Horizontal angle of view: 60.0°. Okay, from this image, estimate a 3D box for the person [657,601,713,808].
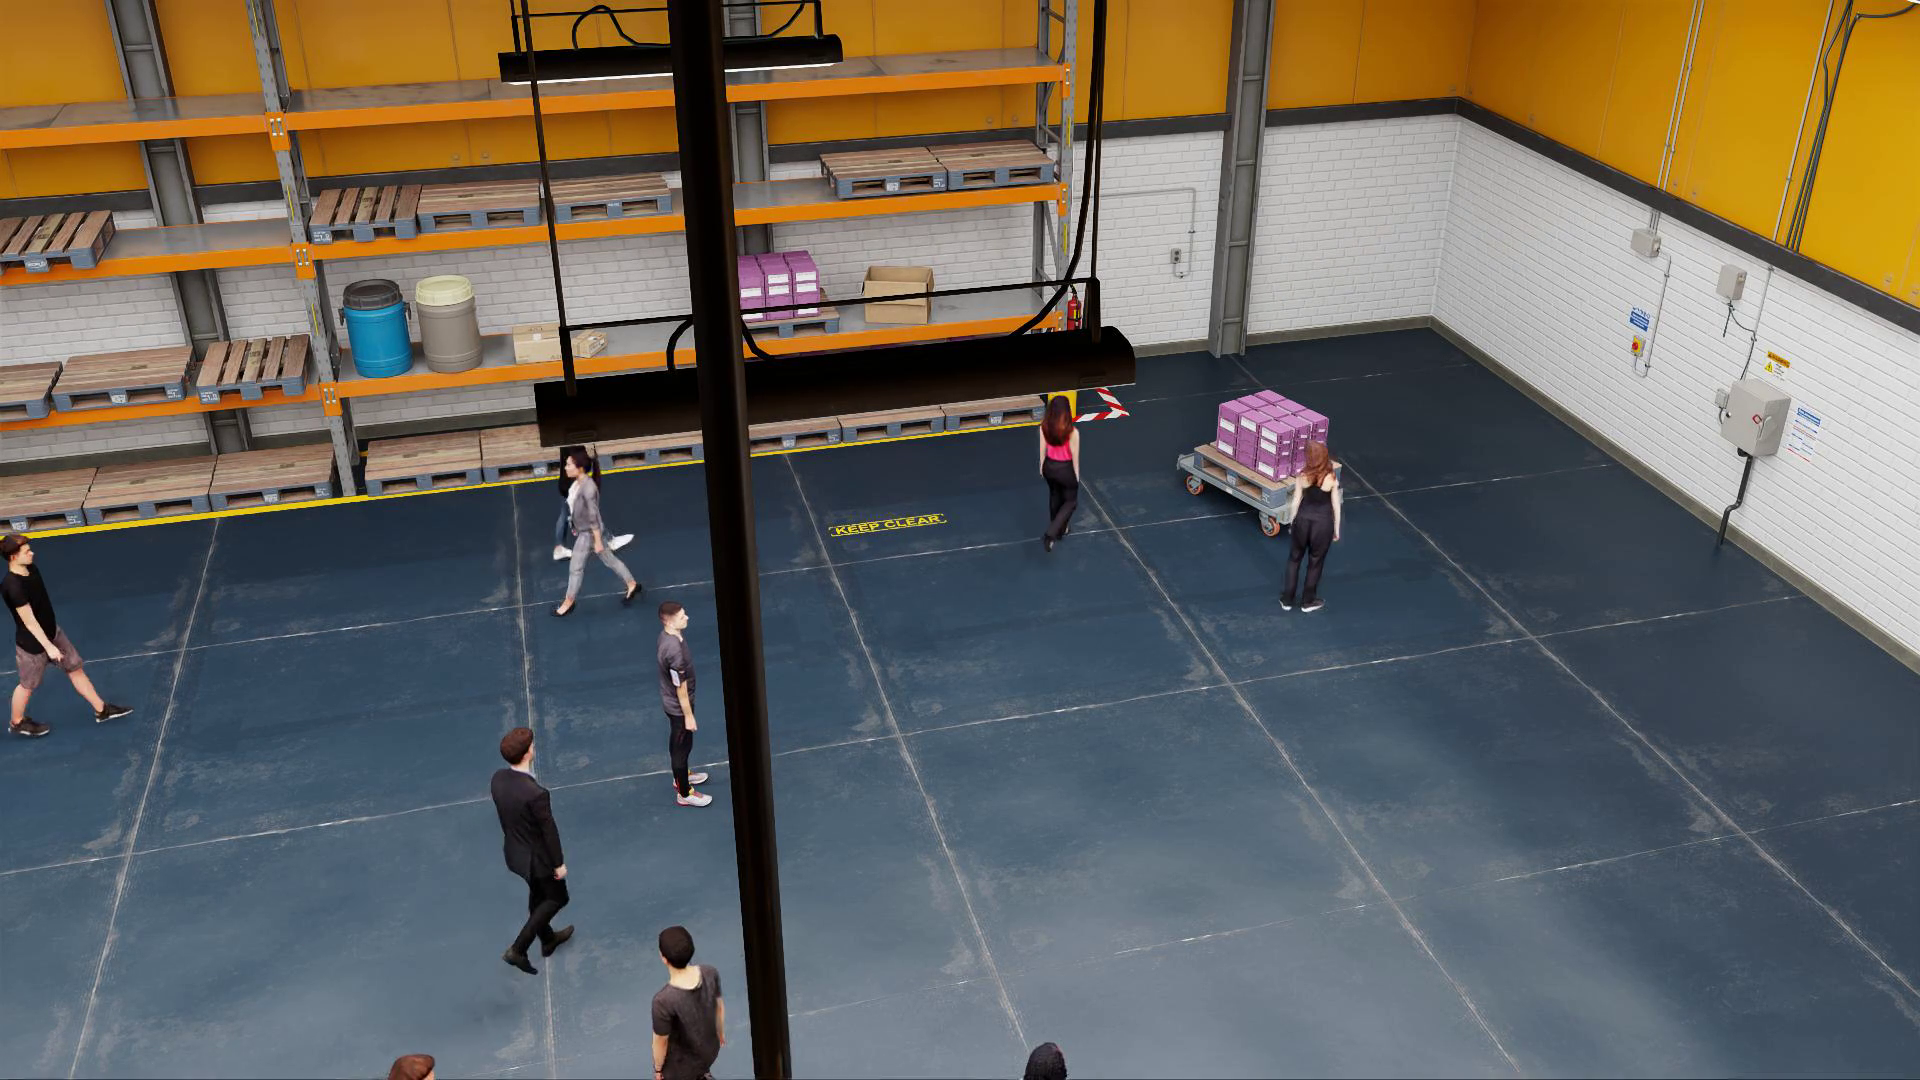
[{"bbox_3d":[-2.169,1.244,12.868,0.536,1.764,0.643,-6,29,-11],"label":"person"}]

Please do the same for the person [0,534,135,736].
[{"bbox_3d":[-7.624,0.820,13.587,1.233,1.819,0.780,-4,29,-6],"label":"person"}]

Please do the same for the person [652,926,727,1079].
[{"bbox_3d":[-1.532,2.991,9.723,0.804,1.708,0.710,24,37,37],"label":"person"}]

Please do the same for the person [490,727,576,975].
[{"bbox_3d":[-2.912,2.128,11.132,0.984,1.874,1.069,20,34,32],"label":"person"}]

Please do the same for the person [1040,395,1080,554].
[{"bbox_3d":[0.974,-0.632,16.434,0.926,1.642,1.009,17,33,28],"label":"person"}]

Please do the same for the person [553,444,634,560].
[{"bbox_3d":[-3.852,-0.522,16.265,1.051,1.610,0.700,-12,31,-20],"label":"person"}]

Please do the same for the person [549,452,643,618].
[{"bbox_3d":[-3.332,-0.050,15.379,1.113,1.631,0.669,-9,30,-16],"label":"person"}]

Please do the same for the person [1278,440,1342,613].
[{"bbox_3d":[3.275,-0.114,15.392,0.682,1.730,0.776,21,35,33],"label":"person"}]
